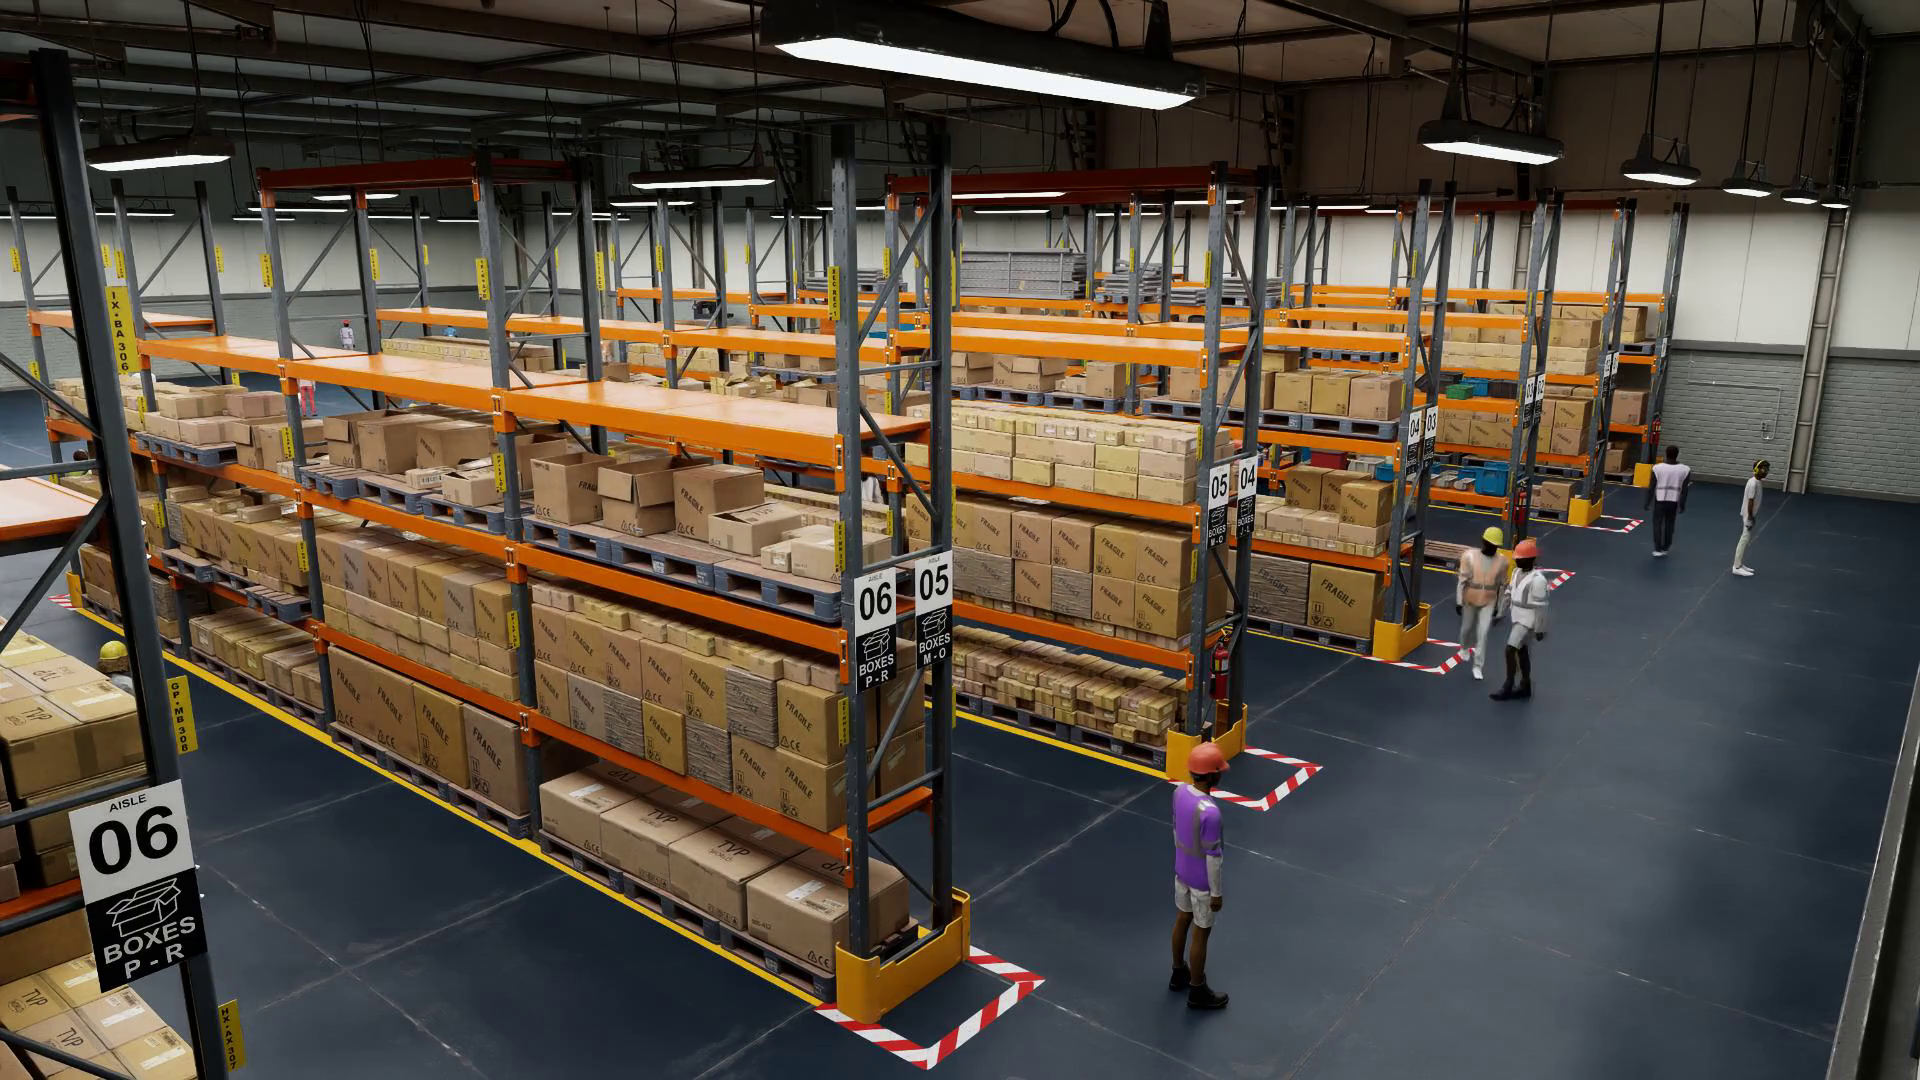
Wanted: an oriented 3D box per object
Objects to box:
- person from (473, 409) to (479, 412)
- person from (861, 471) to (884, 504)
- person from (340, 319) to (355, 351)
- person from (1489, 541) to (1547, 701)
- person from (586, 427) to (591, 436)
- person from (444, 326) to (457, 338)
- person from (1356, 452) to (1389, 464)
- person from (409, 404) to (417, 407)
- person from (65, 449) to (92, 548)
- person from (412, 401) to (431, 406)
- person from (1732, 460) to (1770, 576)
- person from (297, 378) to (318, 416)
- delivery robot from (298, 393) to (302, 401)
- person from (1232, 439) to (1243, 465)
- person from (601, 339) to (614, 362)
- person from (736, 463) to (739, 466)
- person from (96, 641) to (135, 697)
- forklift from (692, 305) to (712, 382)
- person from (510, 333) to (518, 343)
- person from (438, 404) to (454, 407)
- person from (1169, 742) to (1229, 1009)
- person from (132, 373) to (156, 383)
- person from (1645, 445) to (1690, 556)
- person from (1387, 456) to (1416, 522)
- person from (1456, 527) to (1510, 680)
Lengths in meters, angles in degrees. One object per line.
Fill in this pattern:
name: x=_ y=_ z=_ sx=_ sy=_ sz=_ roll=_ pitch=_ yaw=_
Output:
person: x=-13.761 y=-4.153 z=35.820 sx=0.323 sy=1.869 sz=0.553 roll=-9 pitch=16 yaw=-32
person: x=-1.515 y=-0.384 z=20.385 sx=0.614 sy=1.825 sz=1.011 roll=-10 pitch=17 yaw=-35
person: x=-25.338 y=-8.160 z=52.156 sx=0.544 sy=1.939 sz=0.354 roll=1 pitch=14 yaw=3
person: x=6.489 y=0.942 z=14.762 sx=0.743 sy=1.908 sz=0.558 roll=-1 pitch=14 yaw=-3
person: x=-9.436 y=-3.335 z=32.326 sx=0.360 sy=1.933 sz=0.624 roll=5 pitch=14 yaw=18
person: x=-22.065 y=-8.633 z=54.614 sx=0.532 sy=1.692 sz=0.320 roll=-5 pitch=15 yaw=-19
person: x=8.192 y=-1.449 z=24.904 sx=0.710 sy=1.785 sz=0.406 roll=7 pitch=15 yaw=27
person: x=-11.904 y=-2.115 z=27.655 sx=0.329 sy=1.765 sz=0.533 roll=-1 pitch=14 yaw=-4
person: x=-14.794 y=-0.626 z=21.369 sx=0.624 sy=1.844 sz=0.430 roll=-3 pitch=14 yaw=-12
person: x=-13.908 y=-3.349 z=32.480 sx=1.031 sy=1.880 sz=0.655 roll=6 pitch=15 yaw=25
person: x=12.741 y=-0.368 z=20.261 sx=0.319 sy=1.863 sz=0.521 roll=10 pitch=17 yaw=34
person: x=-19.709 y=-4.620 z=37.946 sx=0.526 sy=1.772 sz=0.307 roll=-4 pitch=14 yaw=-18
delivery robot: x=-21.342 y=-4.584 z=40.222 sx=0.707 sy=0.478 sz=0.477 roll=-2 pitch=14 yaw=-10
person: x=4.756 y=-0.749 z=21.569 sx=0.391 sy=1.987 sz=0.608 roll=11 pitch=18 yaw=39
person: x=-13.701 y=-7.184 z=48.774 sx=0.543 sy=1.623 sz=0.372 roll=-5 pitch=14 yaw=-18
person: x=-5.104 y=-2.201 z=28.278 sx=0.507 sy=1.631 sz=0.275 roll=-8 pitch=16 yaw=-31
person: x=-7.758 y=1.778 z=11.705 sx=0.483 sy=1.737 sz=0.320 roll=3 pitch=14 yaw=13
forklift: x=-9.511 y=-7.392 z=47.124 sx=1.873 sy=2.768 sz=1.129 roll=11 pitch=17 yaw=38
person: x=-16.044 y=-6.462 z=45.240 sx=0.401 sy=1.906 sz=0.649 roll=8 pitch=16 yaw=30
person: x=-12.499 y=-2.801 z=30.746 sx=0.508 sy=1.632 sz=0.272 roll=-13 pitch=19 yaw=-43
person: x=1.702 y=2.351 z=8.913 sx=0.347 sy=1.942 sz=0.544 roll=-5 pitch=14 yaw=-19
person: x=-22.215 y=-3.905 z=34.436 sx=0.608 sy=2.044 sz=0.377 roll=-2 pitch=14 yaw=-8
person: x=12.026 y=-0.668 z=21.439 sx=0.604 sy=1.930 sz=0.494 roll=4 pitch=14 yaw=15
person: x=8.383 y=-1.229 z=23.945 sx=0.902 sy=1.799 sz=0.602 roll=4 pitch=14 yaw=14
person: x=6.500 y=0.719 z=15.738 sx=0.599 sy=1.891 sz=0.897 roll=4 pitch=14 yaw=14
